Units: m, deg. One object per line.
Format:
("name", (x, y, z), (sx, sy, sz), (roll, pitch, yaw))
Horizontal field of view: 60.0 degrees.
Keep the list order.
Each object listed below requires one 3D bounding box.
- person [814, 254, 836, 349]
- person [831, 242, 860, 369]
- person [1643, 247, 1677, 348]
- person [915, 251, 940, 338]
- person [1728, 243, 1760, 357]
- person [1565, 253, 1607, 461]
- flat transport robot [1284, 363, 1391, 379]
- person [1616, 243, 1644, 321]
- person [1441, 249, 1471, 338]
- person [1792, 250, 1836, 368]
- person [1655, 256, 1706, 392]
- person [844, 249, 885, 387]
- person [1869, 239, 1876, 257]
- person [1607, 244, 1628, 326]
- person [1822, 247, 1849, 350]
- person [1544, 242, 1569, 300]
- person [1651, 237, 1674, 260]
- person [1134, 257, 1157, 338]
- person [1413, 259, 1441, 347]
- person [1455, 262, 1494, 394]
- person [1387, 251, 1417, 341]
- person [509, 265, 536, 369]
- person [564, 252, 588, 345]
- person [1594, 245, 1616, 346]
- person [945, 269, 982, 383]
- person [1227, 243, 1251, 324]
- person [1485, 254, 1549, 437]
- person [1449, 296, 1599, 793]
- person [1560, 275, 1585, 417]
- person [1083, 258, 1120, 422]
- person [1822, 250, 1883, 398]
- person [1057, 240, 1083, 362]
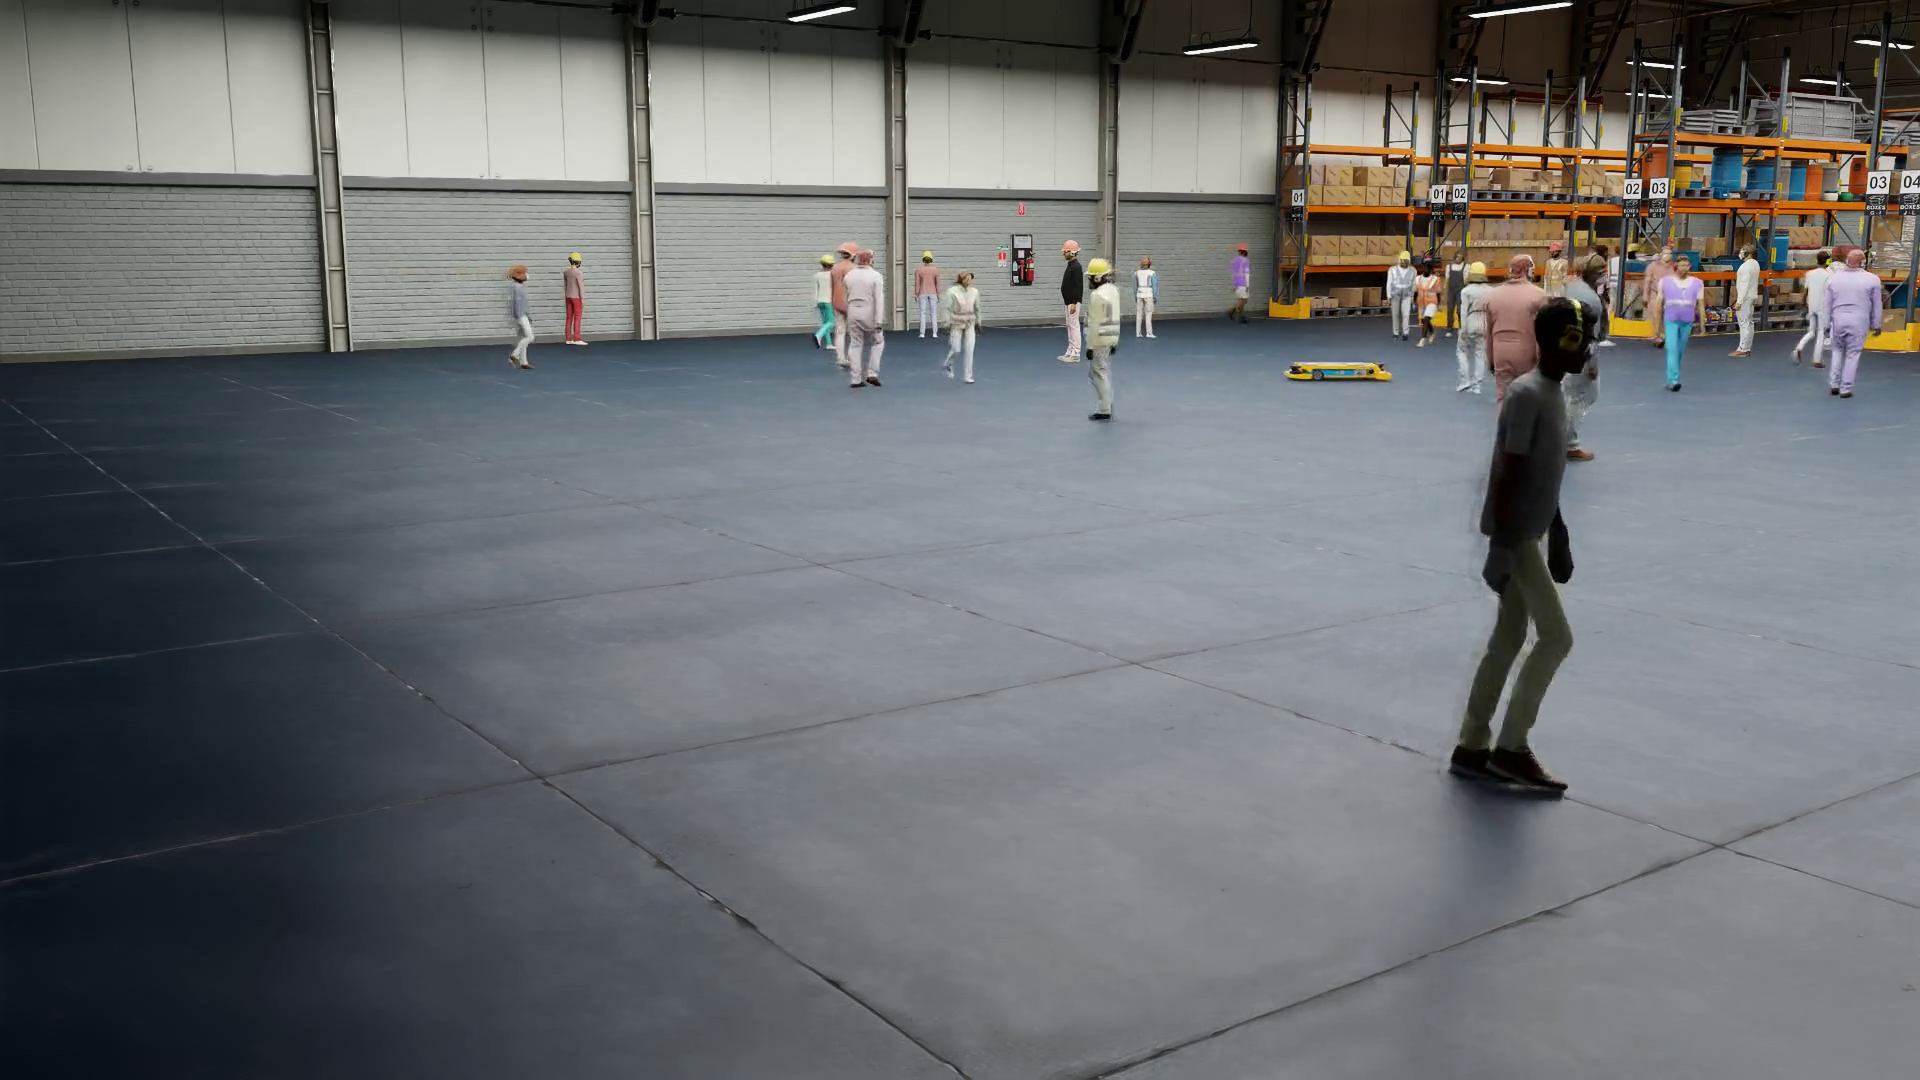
("person", (-2.460, -4.312, 30.219), (0.530, 1.750, 0.667), (7, 13, 35))
("person", (-1.742, -3.632, 25.842), (0.635, 1.972, 0.459), (5, 12, 28))
("person", (13.057, -4.483, 30.821), (0.666, 1.855, 0.980), (1, 10, 4))
("person", (-0.663, -4.975, 33.783), (0.533, 1.768, 0.311), (-2, 11, -10))
("person", (13.505, -4.117, 28.608), (0.373, 1.940, 0.627), (9, 13, 40))
("person", (5.682, -1.650, 15.146), (0.437, 1.909, 0.648), (2, 10, 9))
("flat transport robot", (5.459, -2.454, 24.065), (1.431, 0.197, 0.652), (1, 10, 4))
("person", (14.952, -5.686, 37.299), (0.789, 1.899, 0.605), (-4, 11, -22))
("person", (10.166, -5.046, 34.027), (0.558, 1.819, 0.481), (7, 12, 34))
("person", (13.418, -3.607, 26.052), (0.529, 1.856, 0.528), (-5, 11, -25))
("person", (9.574, -2.859, 22.084), (0.594, 1.795, 0.953), (1, 10, 8))
("person", (-1.280, -3.033, 22.809), (0.675, 1.884, 0.577), (6, 12, 28))
("person", (23.251, -6.761, 42.810), (0.608, 2.047, 0.366), (5, 11, 25))
("person", (15.205, -5.873, 38.392), (0.359, 1.882, 0.579), (-7, 13, -35))
("person", (15.891, -4.406, 30.357), (0.637, 1.871, 0.464), (-4, 11, -20))
("person", (12.491, -5.274, 34.949), (0.376, 1.939, 0.547), (-7, 12, -33))
("person", (15.481, -5.630, 36.610), (0.605, 2.045, 0.387), (-4, 11, -21))
("person", (3.783, -4.937, 33.921), (0.522, 1.640, 0.306), (8, 13, 37))
("person", (8.814, -4.453, 31.246), (0.544, 1.653, 0.839), (9, 14, 42))
("person", (6.781, -2.789, 21.915), (0.490, 1.729, 0.458), (-1, 10, -6))
("person", (8.797, -4.856, 33.141), (0.586, 1.773, 0.973), (2, 11, 12))
("person", (-6.762, -3.446, 25.807), (0.343, 1.619, 0.500), (-2, 10, -9))
("person", (-7.325, -4.591, 31.708), (0.520, 1.761, 0.335), (8, 13, 36))
("person", (12.122, -4.604, 31.423), (0.829, 1.890, 0.609), (5, 11, 25))
("person", (0.008, -3.026, 23.507), (0.558, 1.613, 0.536), (-5, 11, -24))
("person", (6.614, -6.062, 39.325), (0.660, 1.918, 0.549), (-5, 12, -27))
("person", (5.143, -1.663, 15.260), (0.510, 1.893, 0.681), (-8, 13, -38))
("person", (2.173, 0.012, 6.271), (0.602, 1.831, 0.578), (5, 11, 26))
("person", (7.016, -2.226, 19.112), (0.526, 1.627, 0.326), (2, 11, 12))
("person", (1.545, -2.213, 18.503), (0.443, 1.814, 0.628), (5, 11, 24))
("person", (11.494, -2.771, 21.386), (0.677, 1.885, 0.649), (-10, 14, -44))
("person", (1.838, -3.939, 27.476), (0.382, 1.995, 0.612), (-2, 10, -8))
